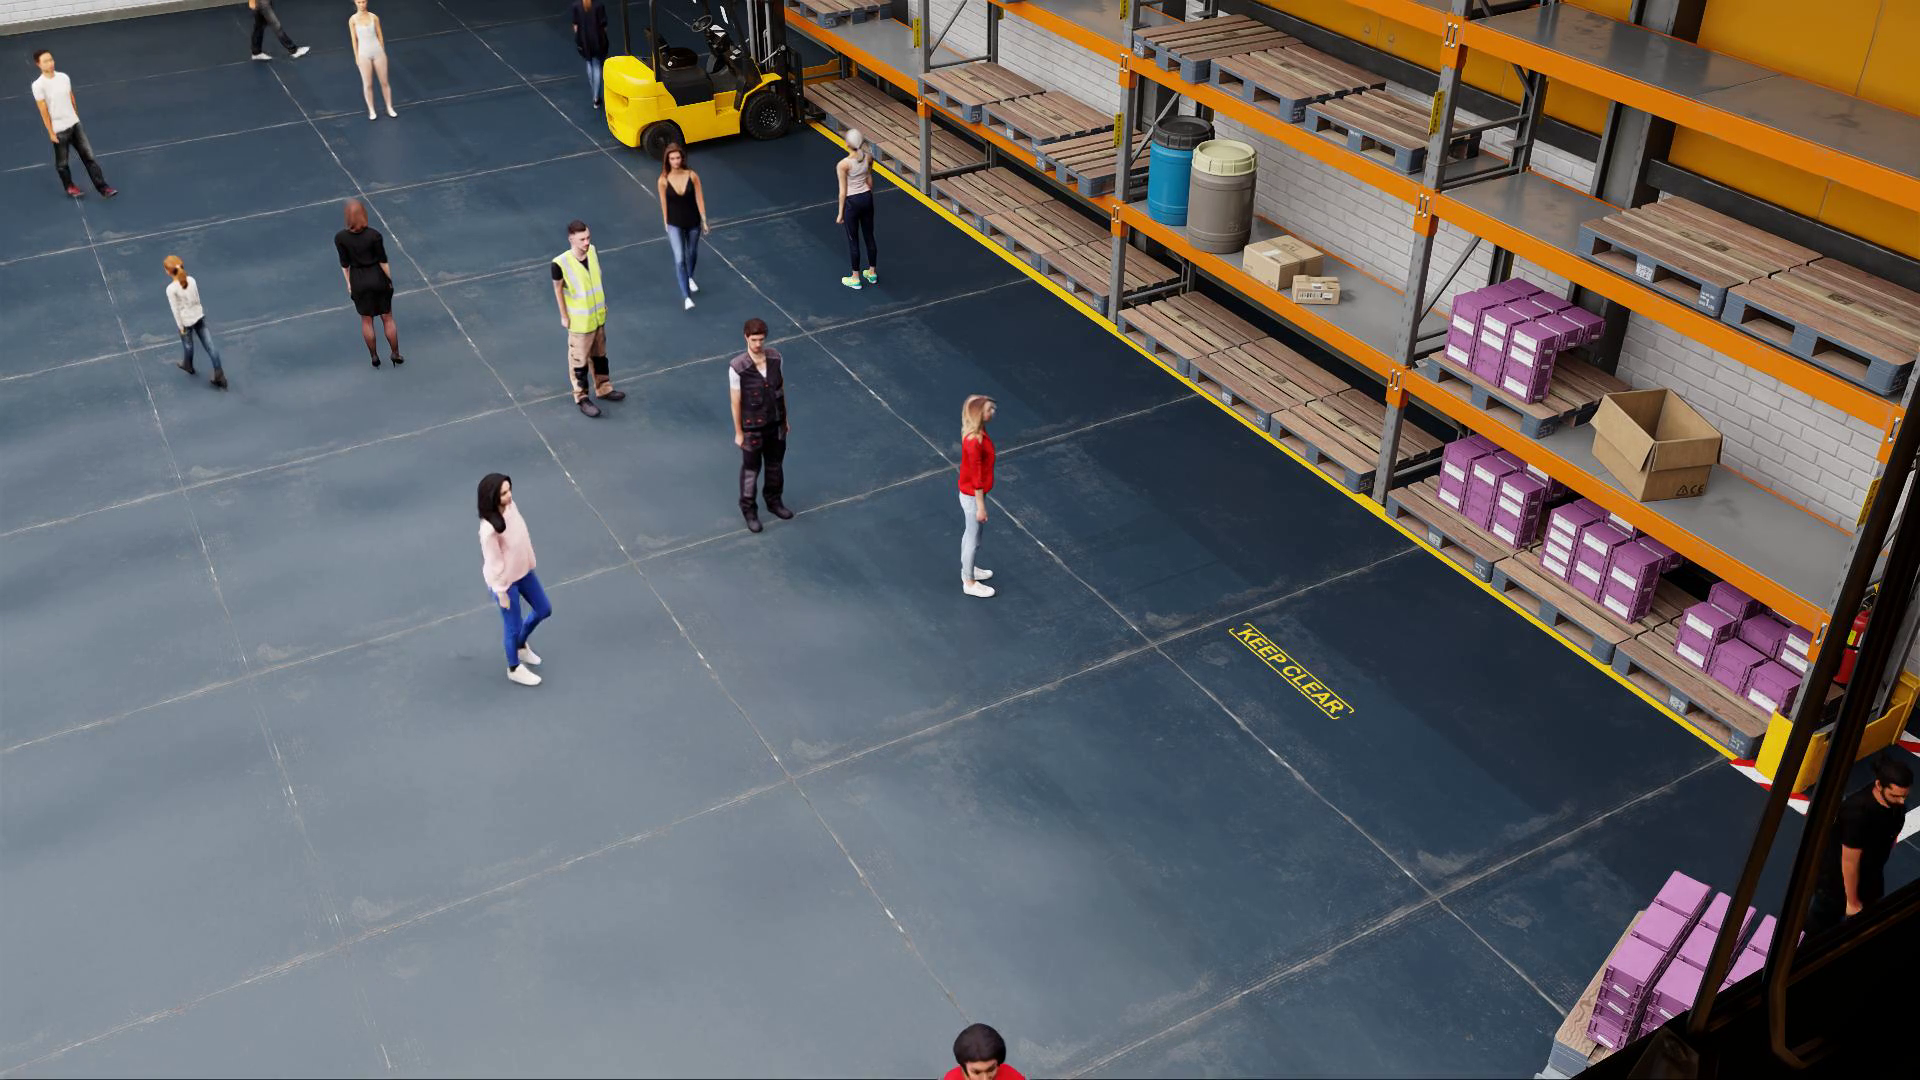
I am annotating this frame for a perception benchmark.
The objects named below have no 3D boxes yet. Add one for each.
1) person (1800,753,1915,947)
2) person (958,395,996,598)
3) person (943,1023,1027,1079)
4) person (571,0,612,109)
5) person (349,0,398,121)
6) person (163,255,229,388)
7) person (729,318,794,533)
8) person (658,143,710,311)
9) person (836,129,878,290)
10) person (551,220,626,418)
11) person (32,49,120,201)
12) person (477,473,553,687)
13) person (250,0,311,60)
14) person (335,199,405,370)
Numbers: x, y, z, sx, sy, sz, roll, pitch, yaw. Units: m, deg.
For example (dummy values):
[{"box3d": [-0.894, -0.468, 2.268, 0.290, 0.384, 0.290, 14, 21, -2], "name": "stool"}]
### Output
[{"box3d": [4.932, 1.836, 9.364, 0.659, 1.728, 0.688, -21, 39, -29], "name": "person"}, {"box3d": [0.115, -0.351, 12.674, 0.747, 1.705, 0.612, -1, 34, -2], "name": "person"}, {"box3d": [0.125, 2.849, 7.841, 0.823, 1.726, 1.024, -3, 34, -4], "name": "person"}, {"box3d": [-4.888, -6.563, 22.064, 0.884, 1.656, 1.028, 0, 34, 0], "name": "person"}, {"box3d": [-7.692, -6.336, 21.736, 0.552, 1.642, 0.476, -16, 37, -22], "name": "person"}, {"box3d": [-7.141, -2.021, 15.568, 0.965, 1.283, 0.695, 23, 40, 31], "name": "person"}, {"box3d": [-1.613, -0.954, 13.452, 0.673, 1.848, 0.611, -23, 40, -31], "name": "person"}, {"box3d": [-2.844, -3.265, 17.084, 0.700, 1.676, 1.091, -12, 35, -17], "name": "person"}, {"box3d": [-1.062, -3.465, 17.361, 0.622, 1.702, 0.566, -23, 40, -30], "name": "person"}, {"box3d": [-3.402, -2.046, 15.097, 0.873, 1.846, 0.834, 19, 38, 27], "name": "person"}, {"box3d": [-10.466, -4.800, 19.317, 1.219, 1.760, 1.016, 18, 37, 24], "name": "person"}, {"box3d": [-3.231, 0.271, 11.691, 0.843, 1.757, 0.788, 10, 35, 14], "name": "person"}, {"box3d": [-10.038, -7.692, 23.651, 1.055, 1.780, 1.150, -2, 34, -3], "name": "person"}, {"box3d": [-5.606, -2.424, 15.793, 0.646, 1.706, 0.609, -6, 34, -8], "name": "person"}]
